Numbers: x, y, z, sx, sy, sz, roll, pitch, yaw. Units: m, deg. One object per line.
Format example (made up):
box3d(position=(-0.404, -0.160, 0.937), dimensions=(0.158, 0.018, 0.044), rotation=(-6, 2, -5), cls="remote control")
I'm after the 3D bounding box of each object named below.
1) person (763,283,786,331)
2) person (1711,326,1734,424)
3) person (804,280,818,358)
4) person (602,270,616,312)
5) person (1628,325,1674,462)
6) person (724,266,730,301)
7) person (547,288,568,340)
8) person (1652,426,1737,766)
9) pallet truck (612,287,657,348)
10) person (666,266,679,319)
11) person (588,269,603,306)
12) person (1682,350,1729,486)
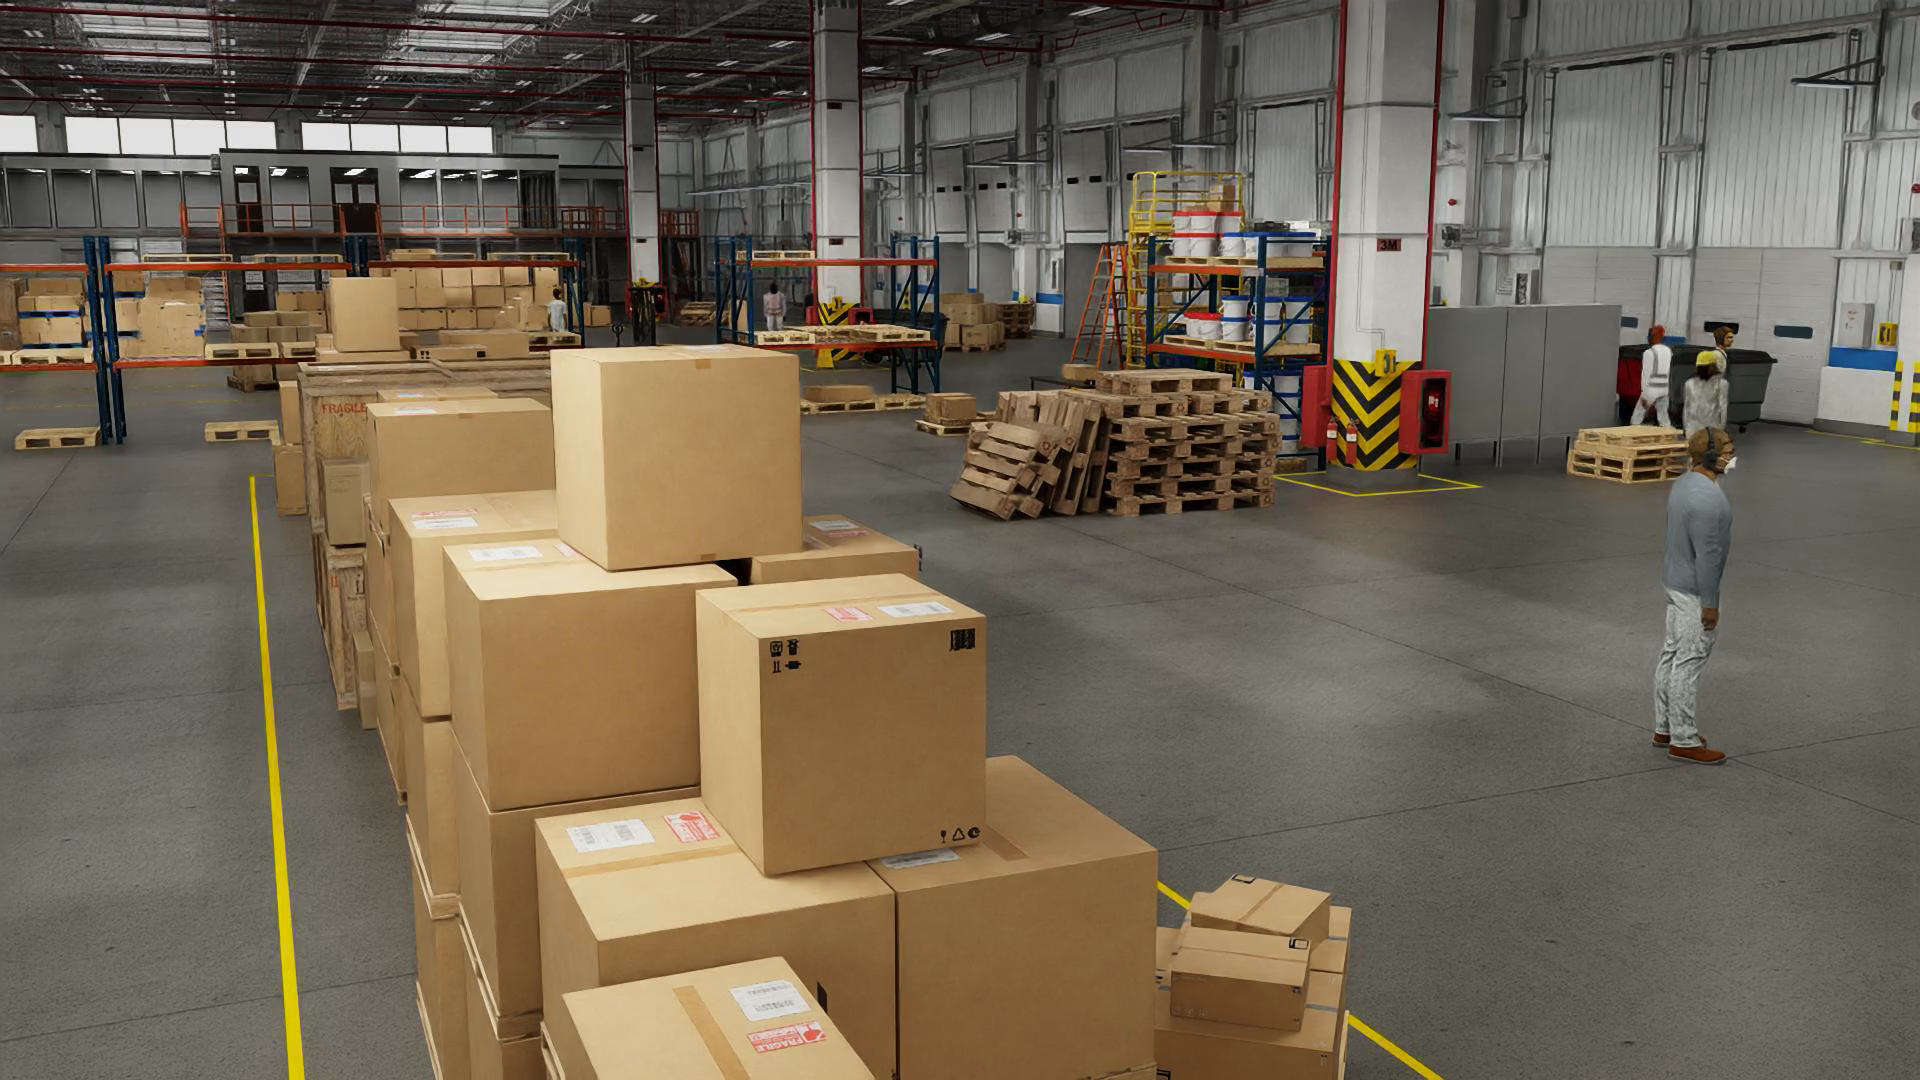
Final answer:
box3d(position=(-5.044, -6.109, 45.345), dimensions=(0.619, 1.802, 0.953), rotation=(0, 10, -2), cls="person")
box3d(position=(10.013, -1.892, 21.967), dimensions=(0.345, 1.846, 0.507), rotation=(4, 11, 23), cls="person")
box3d(position=(-3.624, -5.595, 42.038), dimensions=(0.632, 1.975, 0.837), rotation=(0, 10, 2), cls="person")
box3d(position=(-14.293, -10.007, 67.016), dimensions=(0.912, 1.717, 0.528), rotation=(3, 11, 15), cls="person")
box3d(position=(9.363, -2.000, 22.593), dimensions=(0.572, 1.829, 1.013), rotation=(-5, 12, -27), cls="person")
box3d(position=(-10.775, -12.055, 77.736), dimensions=(0.601, 1.929, 0.755), rotation=(-3, 11, -18), cls="person")
box3d(position=(-9.239, -4.866, 38.287), dimensions=(0.519, 1.874, 0.331), rotation=(3, 11, 18), cls="person")
box3d(position=(4.237, 0.309, 9.579), dimensions=(0.371, 1.941, 0.627), rotation=(1, 10, 8), cls="person")
box3d(position=(-6.464, -4.406, 35.401), dimensions=(0.823, 1.965, 1.885), rotation=(6, 12, 32), cls="pallet truck")
box3d(position=(-10.706, -9.160, 61.656), dimensions=(0.434, 1.978, 0.638), rotation=(1, 10, 5), cls="person")
box3d(position=(-14.586, -9.935, 66.429), dimensions=(0.610, 1.803, 0.670), rotation=(6, 12, 31), cls="person")
box3d(position=(8.580, -1.327, 19.172), dimensions=(0.501, 1.727, 0.469), rotation=(8, 13, 36), cls="person")
